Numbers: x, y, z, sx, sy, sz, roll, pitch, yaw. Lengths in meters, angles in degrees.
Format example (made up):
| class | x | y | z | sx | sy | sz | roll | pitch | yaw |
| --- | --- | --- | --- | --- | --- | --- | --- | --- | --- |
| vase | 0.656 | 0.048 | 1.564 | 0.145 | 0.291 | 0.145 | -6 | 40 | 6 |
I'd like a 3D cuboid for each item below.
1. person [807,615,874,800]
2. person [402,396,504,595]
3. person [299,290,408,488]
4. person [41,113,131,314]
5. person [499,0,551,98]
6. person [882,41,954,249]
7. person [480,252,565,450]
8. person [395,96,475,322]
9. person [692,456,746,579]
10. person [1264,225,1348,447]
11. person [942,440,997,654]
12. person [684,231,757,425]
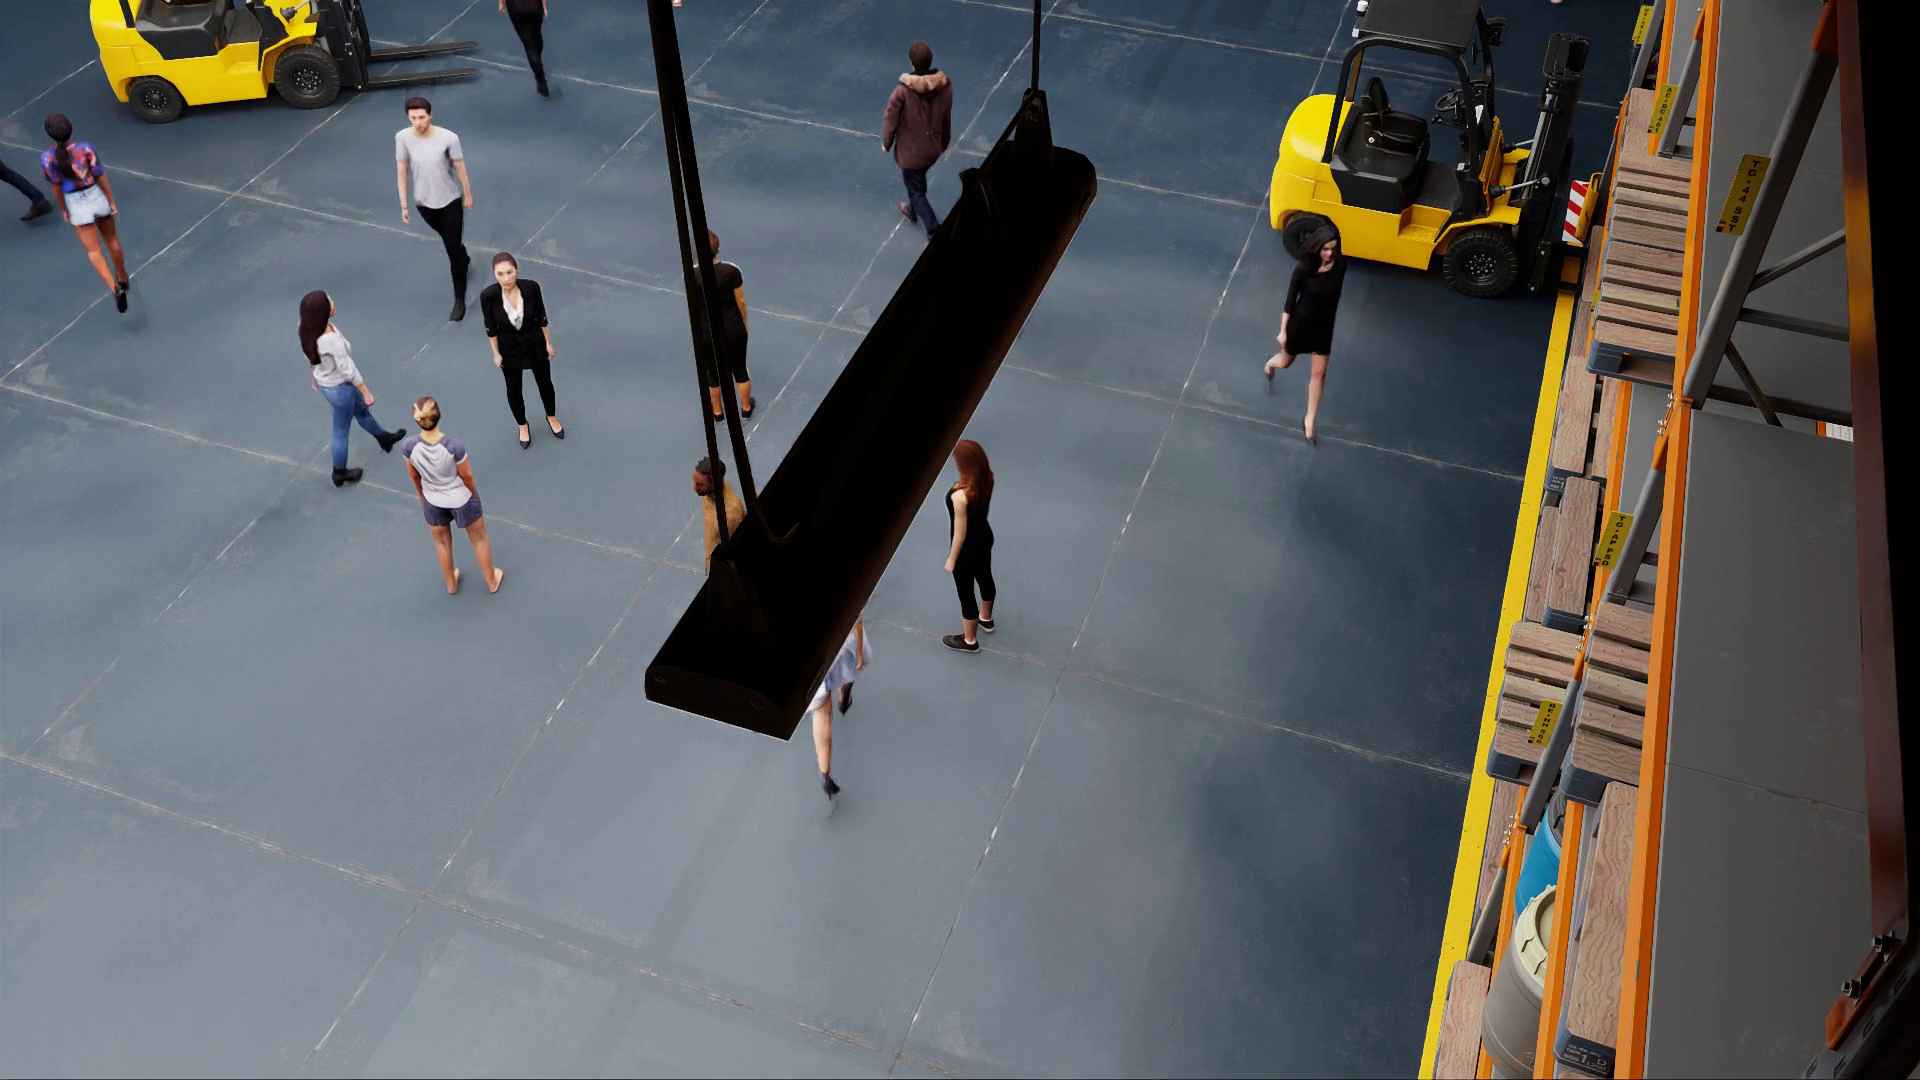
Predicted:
| class | x | y | z | sx | sy | sz | roll | pitch | yaw |
| --- | --- | --- | --- | --- | --- | --- | --- | --- | --- |
| person | -0.781 | 0.743 | 9.923 | 0.912 | 1.773 | 1.296 | 1 | 44 | 1 |
| person | -3.408 | -0.275 | 11.102 | 0.633 | 1.620 | 0.639 | -2 | 44 | -2 |
| person | -4.532 | -1.043 | 11.923 | 0.864 | 1.600 | 1.030 | 34 | 53 | 30 |
| person | -7.068 | -2.643 | 13.516 | 1.015 | 1.719 | 1.029 | -21 | 48 | -21 |
| person | -4.215 | -5.121 | 16.172 | 1.086 | 1.644 | 1.153 | -17 | 46 | -17 |
| person | -0.317 | -3.291 | 14.129 | 1.227 | 1.812 | 1.223 | -24 | 48 | -23 |
| person | -3.227 | -1.416 | 12.270 | 0.694 | 1.662 | 0.748 | -16 | 46 | -16 |
| person | -4.251 | -2.813 | 13.626 | 0.946 | 1.814 | 1.292 | 1 | 44 | 1 |
| person | -1.388 | 0.142 | 10.532 | 0.926 | 1.804 | 0.865 | -20 | 47 | -20 |
| person | 2.564 | -1.610 | 12.391 | 0.989 | 1.775 | 1.176 | -8 | 44 | -8 |
| person | 0.078 | 0.033 | 10.706 | 0.666 | 1.722 | 0.504 | 22 | 48 | 22 |
| person | -1.794 | -1.591 | 12.449 | 0.664 | 1.668 | 0.671 | -6 | 44 | -6 |
